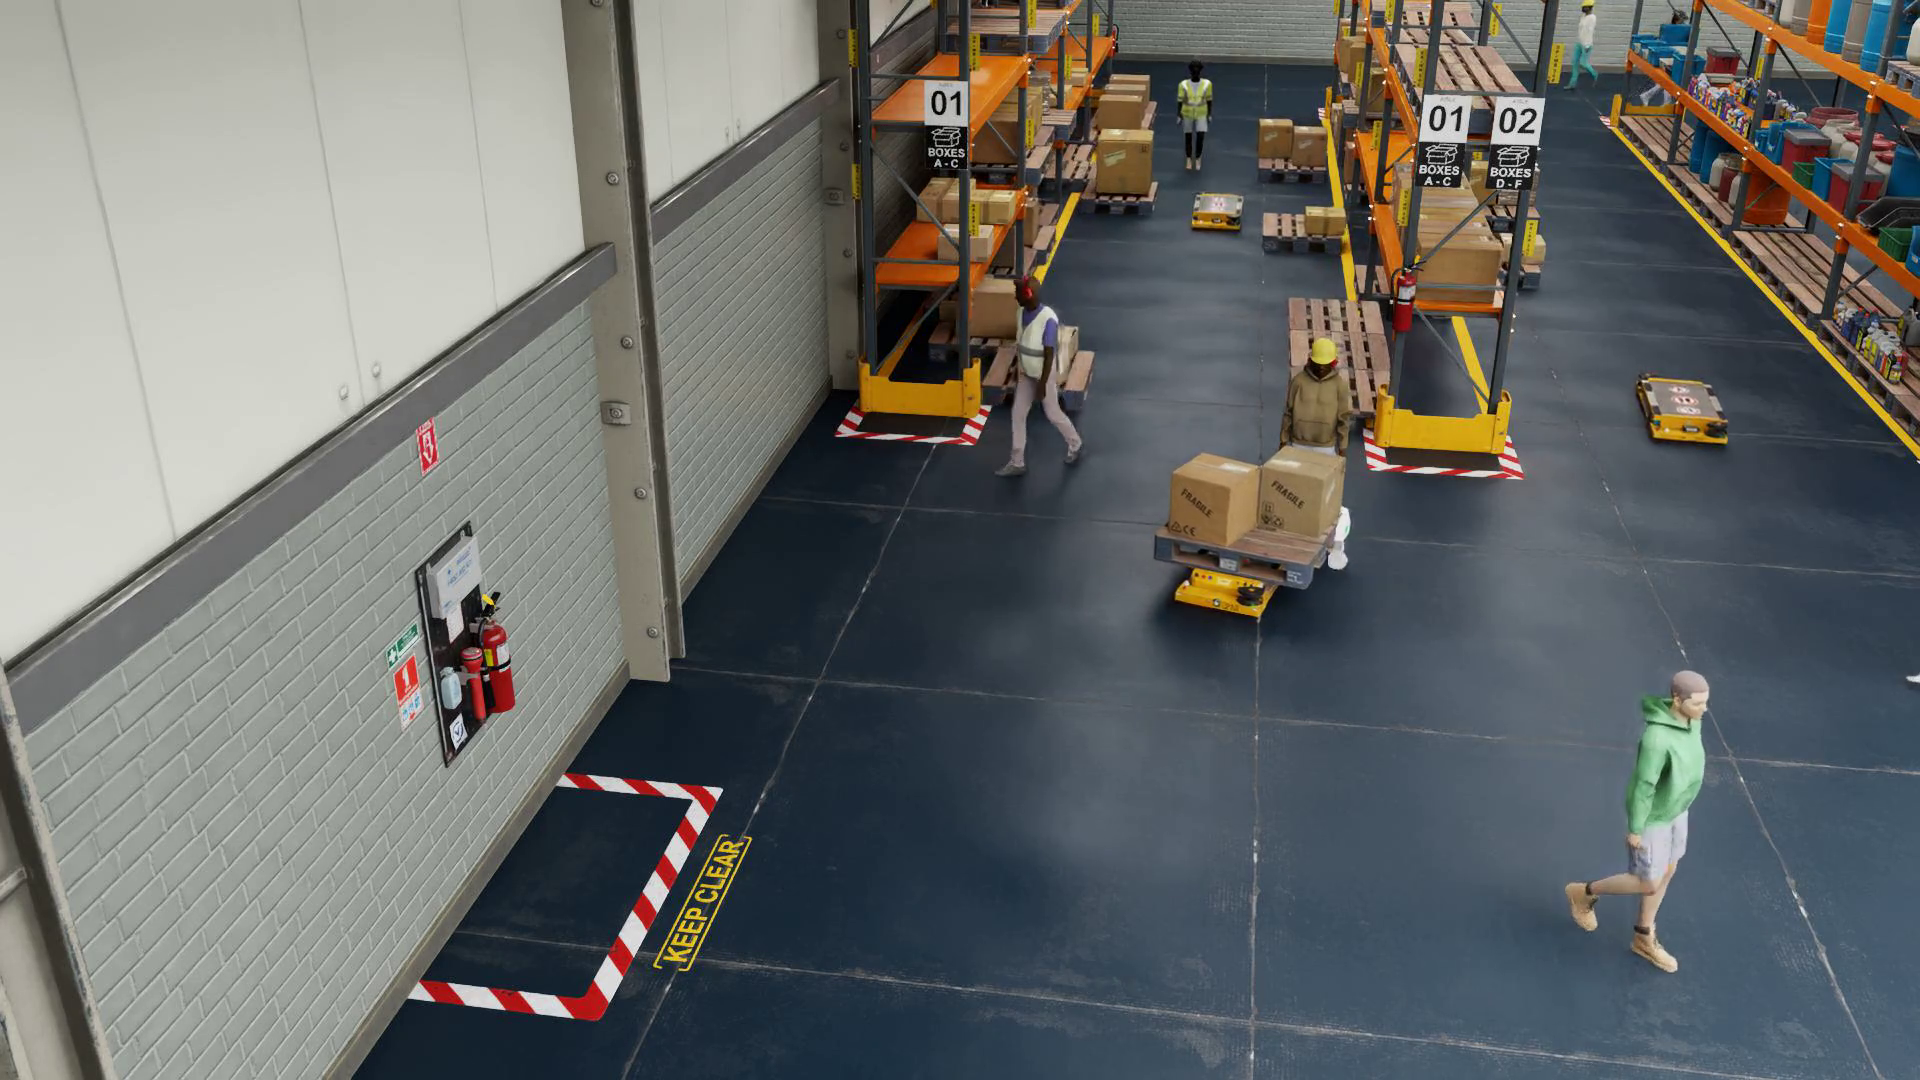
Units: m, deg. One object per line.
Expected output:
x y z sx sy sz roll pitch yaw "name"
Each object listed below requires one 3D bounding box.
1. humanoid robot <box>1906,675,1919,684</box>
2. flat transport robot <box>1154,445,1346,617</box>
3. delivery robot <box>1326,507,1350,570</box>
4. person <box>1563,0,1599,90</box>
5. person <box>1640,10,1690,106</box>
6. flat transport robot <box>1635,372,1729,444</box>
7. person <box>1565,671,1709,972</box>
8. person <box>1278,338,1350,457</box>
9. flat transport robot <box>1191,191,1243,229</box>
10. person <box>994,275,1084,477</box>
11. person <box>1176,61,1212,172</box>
6.791 0.315 11.043 0.844 1.867 0.553 4 25 9 "humanoid robot"
2.223 0.174 12.985 0.659 0.231 1.431 12 27 23 "flat transport robot"
2.702 -0.081 13.185 0.782 0.587 0.499 3 25 7 "delivery robot"
12.087 -9.575 32.096 0.554 1.747 0.535 -5 25 -10 "person"
12.718 -8.593 29.892 0.619 1.837 0.523 10 27 21 "person"
6.972 -1.278 16.092 0.659 0.231 1.431 6 26 13 "flat transport robot"
3.572 1.417 8.605 0.476 1.727 0.522 -19 31 -35 "person"
2.827 -0.790 13.292 0.541 1.757 0.414 8 26 17 "person"
3.594 -4.584 23.170 0.659 0.231 1.431 4 25 9 "flat transport robot"
0.725 -1.469 14.698 0.889 1.793 0.599 -17 30 -32 "person"
3.597 -6.522 25.637 0.558 1.674 0.571 4 25 9 "person"
